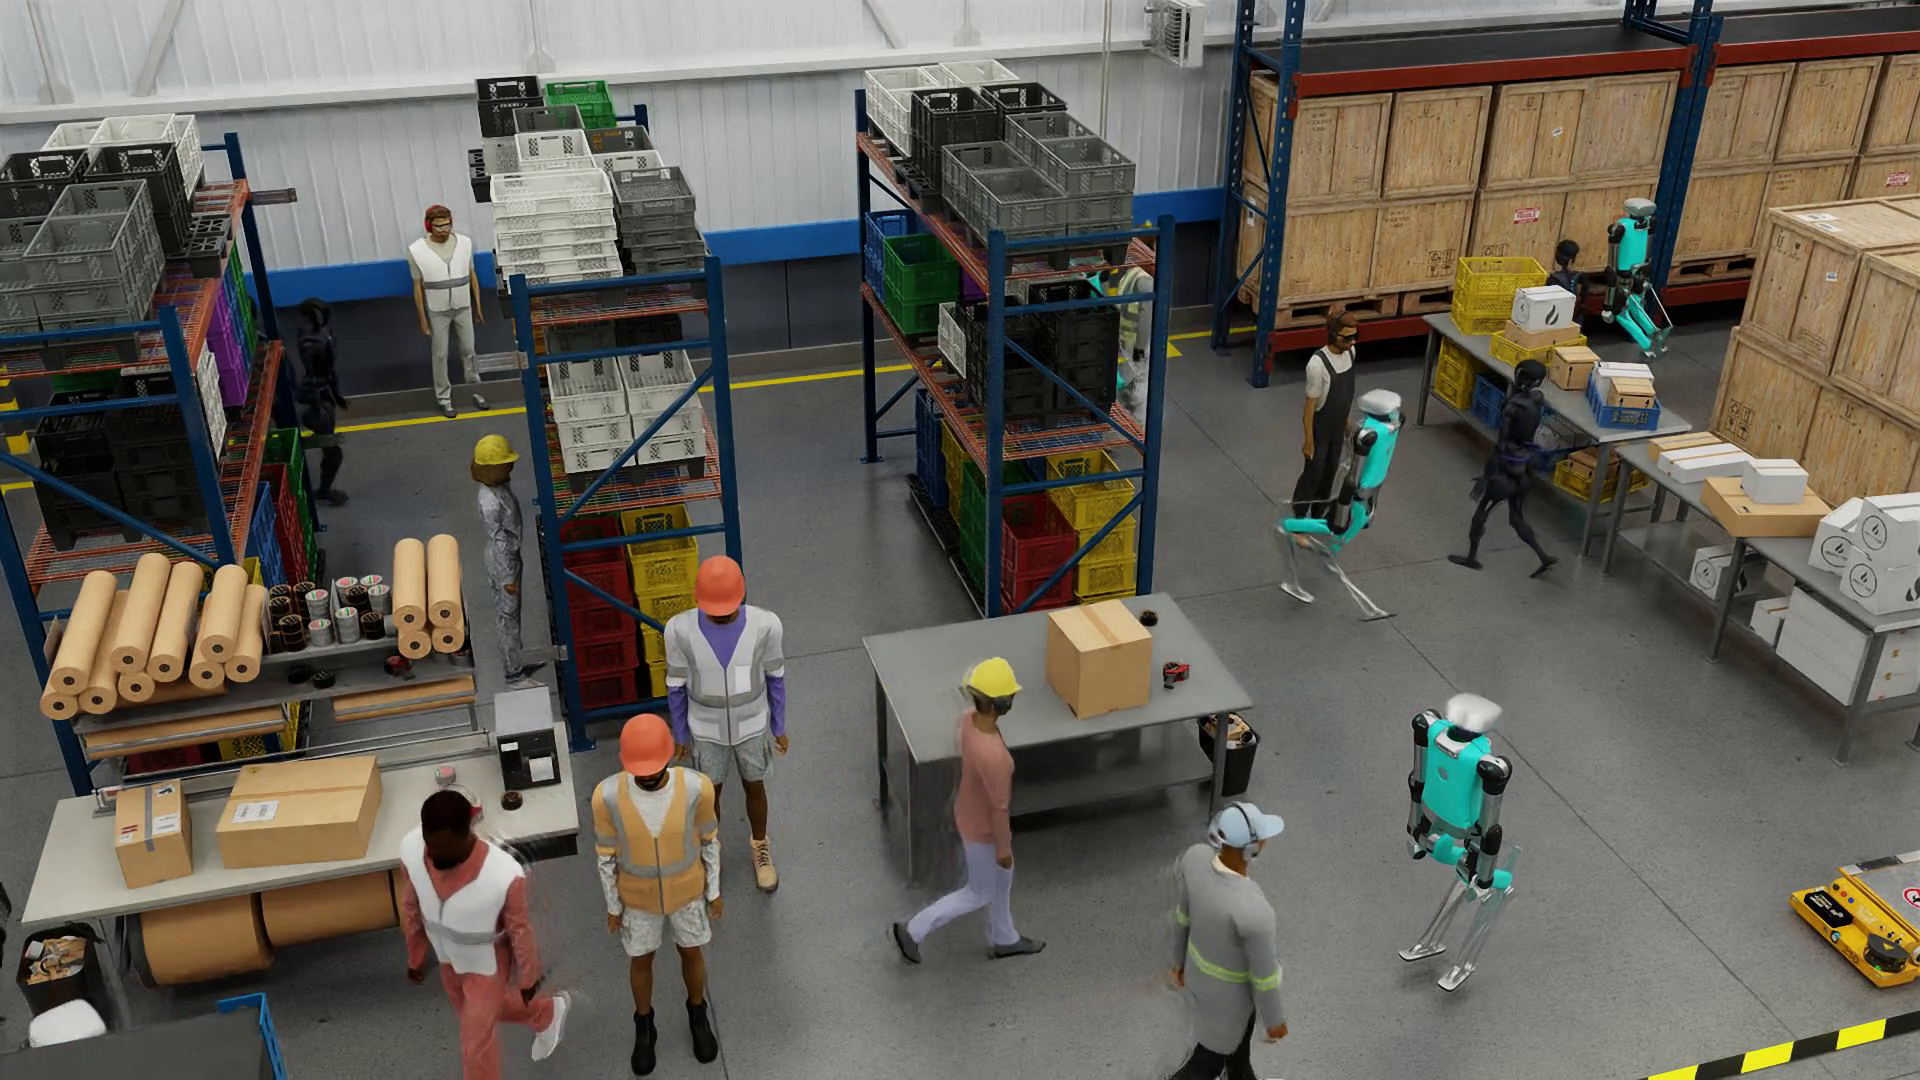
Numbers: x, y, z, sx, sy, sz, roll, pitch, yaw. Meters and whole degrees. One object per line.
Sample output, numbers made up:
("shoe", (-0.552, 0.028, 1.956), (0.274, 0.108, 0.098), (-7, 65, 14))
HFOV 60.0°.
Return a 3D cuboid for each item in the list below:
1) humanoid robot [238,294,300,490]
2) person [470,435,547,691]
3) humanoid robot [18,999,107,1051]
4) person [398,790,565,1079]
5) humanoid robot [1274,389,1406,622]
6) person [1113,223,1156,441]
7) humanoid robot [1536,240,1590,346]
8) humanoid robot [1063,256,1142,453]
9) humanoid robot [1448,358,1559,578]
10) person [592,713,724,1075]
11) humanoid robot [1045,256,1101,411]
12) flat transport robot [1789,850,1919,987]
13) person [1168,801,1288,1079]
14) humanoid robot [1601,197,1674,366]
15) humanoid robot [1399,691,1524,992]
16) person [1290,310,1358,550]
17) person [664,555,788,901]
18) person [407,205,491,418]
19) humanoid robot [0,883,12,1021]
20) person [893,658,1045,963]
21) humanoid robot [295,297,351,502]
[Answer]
("humanoid robot", (-5.280, -1.100, 12.700), (0.357, 1.657, 0.610), (14, 32, 24))
("person", (-2.809, 0.140, 10.374), (0.294, 1.743, 0.491), (-6, 29, -11))
("humanoid robot", (-2.988, 2.392, 6.385), (0.539, 1.890, 0.744), (19, 34, 30))
("person", (-2.071, 1.787, 7.233), (0.599, 1.884, 0.828), (14, 32, 24))
("humanoid robot", (2.489, -0.234, 11.069), (1.050, 1.726, 0.549), (21, 35, 34))
("person", (1.459, -1.700, 13.622), (0.429, 1.841, 0.633), (3, 29, 6))
("humanoid robot", (4.880, -1.664, 13.732), (0.608, 1.645, 0.376), (-9, 30, -15))
("humanoid robot", (1.114, -1.458, 13.262), (0.584, 1.752, 0.685), (-20, 34, -32))
("humanoid robot", (3.888, -0.479, 11.603), (0.723, 1.633, 0.596), (26, 38, 38))
("person", (-1.343, 1.595, 7.527), (0.544, 1.939, 0.370), (-6, 29, -10))
("humanoid robot", (0.844, -1.963, 14.161), (0.542, 1.759, 0.684), (-10, 30, -18))
("flat transport robot", (5.163, 1.916, 8.676), (1.431, 0.231, 0.659), (-8, 30, -14))
("person", (1.082, 1.894, 7.113), (0.908, 1.814, 0.594), (-10, 30, -17))
("humanoid robot", (5.842, -2.042, 14.212), (0.533, 1.677, 0.735), (-17, 33, -28))
("humanoid robot", (2.483, 1.394, 7.963), (0.735, 1.674, 0.533), (-17, 33, -28))
("person", (2.638, -0.801, 11.999), (0.331, 1.836, 0.504), (26, 38, 38))
("person", (-1.185, 0.968, 8.571), (0.604, 2.034, 0.385), (-5, 29, -9))
("person", (-4.328, -1.953, 14.092), (0.562, 1.836, 0.389), (-20, 35, -32))
("humanoid robot", (-4.805, 1.630, 7.738), (0.611, 1.647, 0.398), (-4, 29, -7))
("person", (0.048, 1.375, 8.128), (0.714, 1.731, 0.540), (-3, 29, -6))
("humanoid robot", (-4.867, -1.050, 12.621), (0.424, 1.640, 0.589), (-2, 29, -5))
